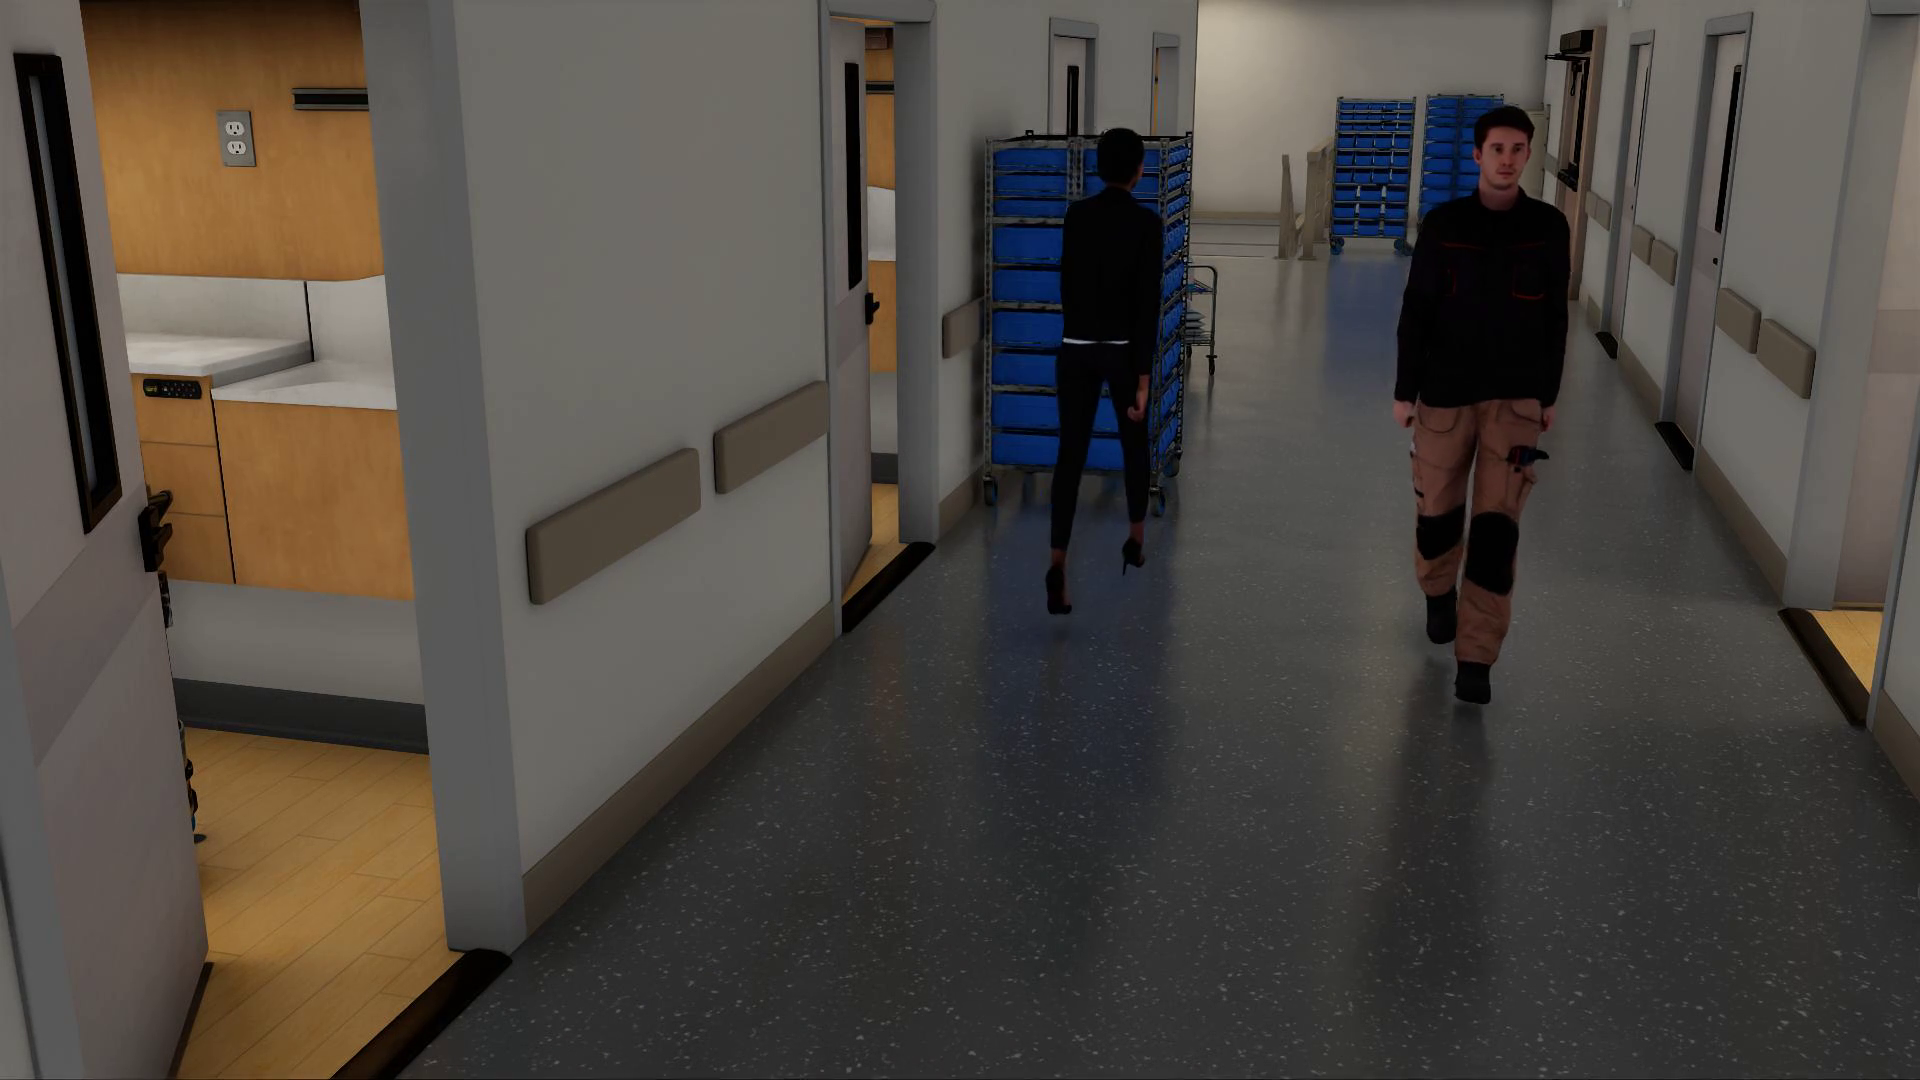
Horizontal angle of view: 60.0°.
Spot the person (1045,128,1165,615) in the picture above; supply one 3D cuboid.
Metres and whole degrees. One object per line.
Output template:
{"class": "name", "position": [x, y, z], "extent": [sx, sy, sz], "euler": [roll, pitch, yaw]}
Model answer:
{"class": "person", "position": [0.492, -0.569, 6.207], "extent": [0.682, 1.777, 1.211], "euler": [6, 17, 22]}

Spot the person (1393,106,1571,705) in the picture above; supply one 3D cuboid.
{"class": "person", "position": [1.741, -0.461, 5.623], "extent": [0.708, 1.887, 1.190], "euler": [4, 16, 13]}
